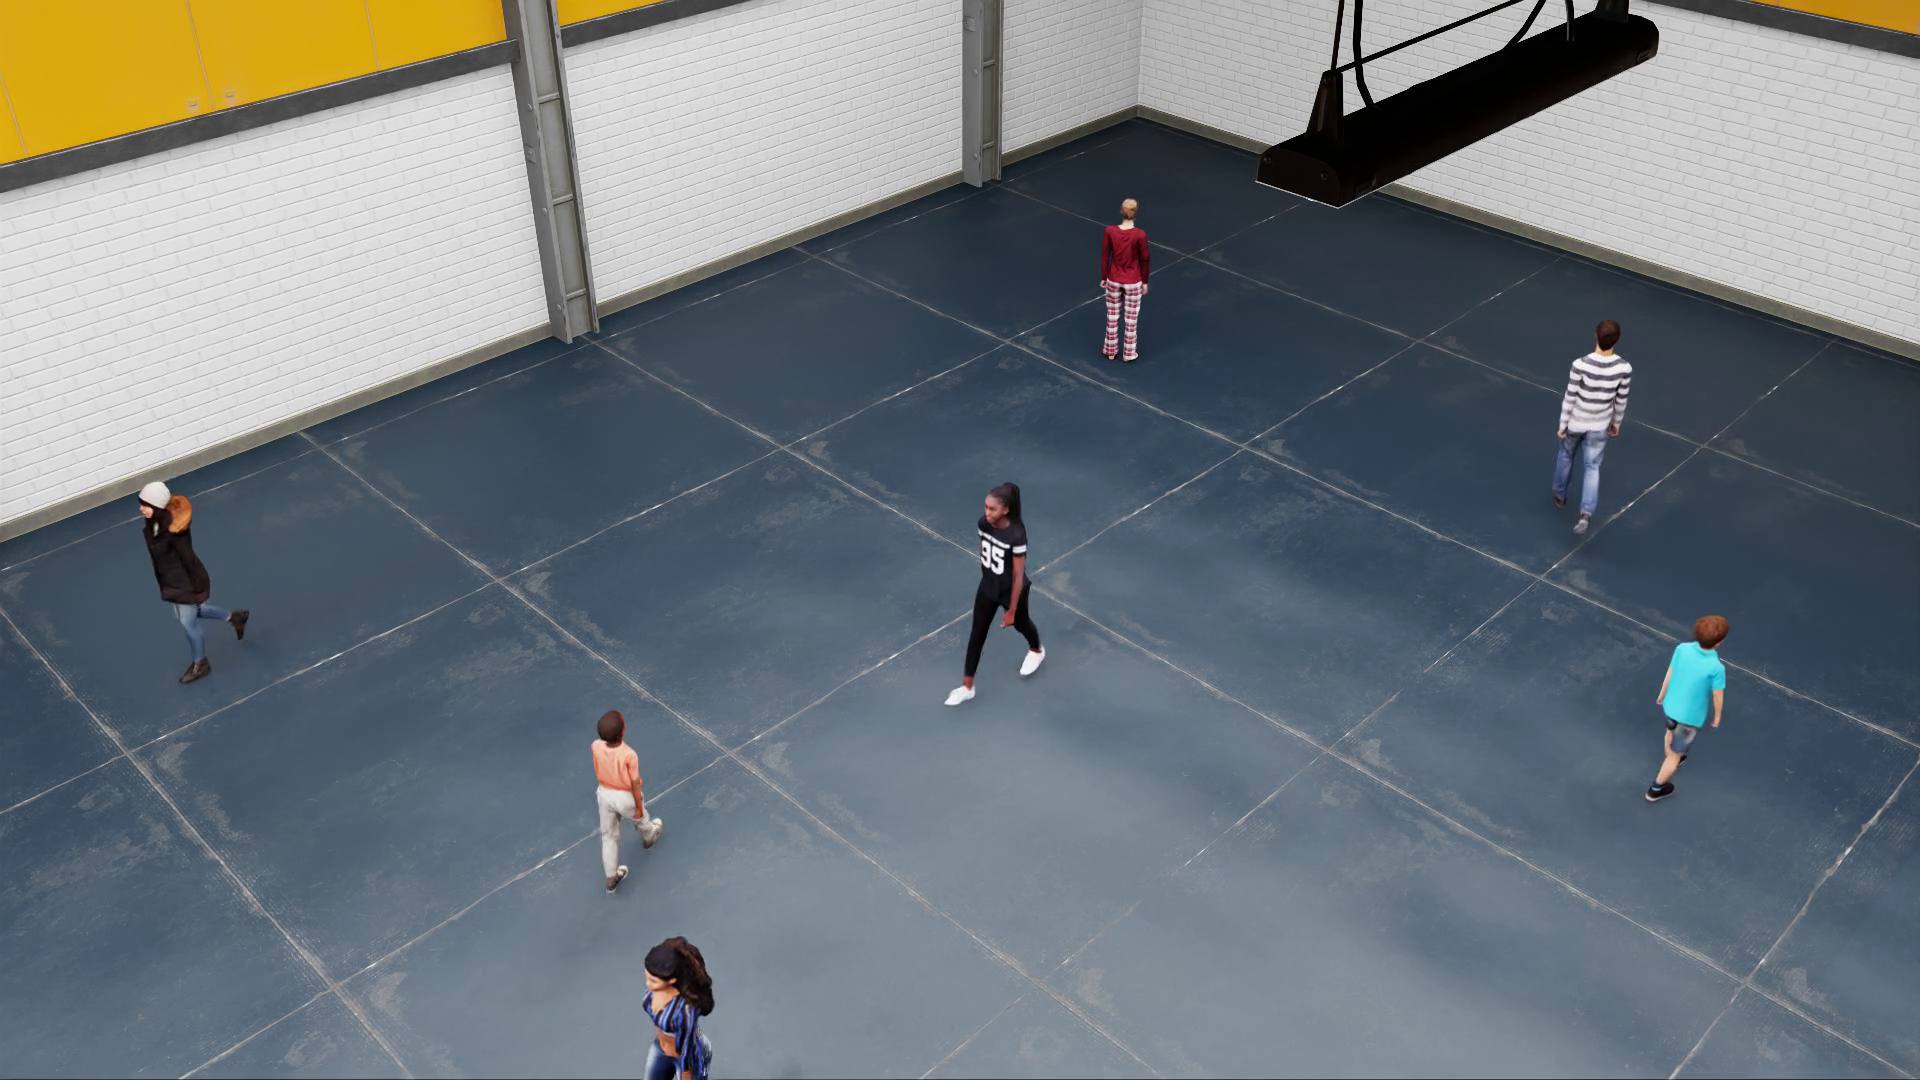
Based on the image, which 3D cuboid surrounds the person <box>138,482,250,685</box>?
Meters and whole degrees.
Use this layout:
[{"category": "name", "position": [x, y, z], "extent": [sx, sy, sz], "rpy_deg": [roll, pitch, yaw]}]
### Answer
[{"category": "person", "position": [-5.590, 0.260, 12.109], "extent": [0.698, 1.619, 0.927], "rpy_deg": [23, 40, 30]}]

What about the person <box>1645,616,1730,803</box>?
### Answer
[{"category": "person", "position": [4.747, 1.124, 10.980], "extent": [0.826, 1.431, 0.647], "rpy_deg": [-19, 38, -26]}]

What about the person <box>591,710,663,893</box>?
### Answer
[{"category": "person", "position": [-2.138, 1.615, 10.380], "extent": [0.747, 1.278, 0.930], "rpy_deg": [9, 35, 13]}]

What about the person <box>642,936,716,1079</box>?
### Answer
[{"category": "person", "position": [-1.376, 2.609, 8.584], "extent": [0.619, 1.610, 0.644], "rpy_deg": [-26, 42, -33]}]

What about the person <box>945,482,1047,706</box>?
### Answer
[{"category": "person", "position": [0.376, 0.358, 11.904], "extent": [0.682, 1.683, 1.194], "rpy_deg": [26, 41, 33]}]

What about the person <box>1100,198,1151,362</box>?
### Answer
[{"category": "person", "position": [1.608, -2.553, 16.272], "extent": [0.691, 1.696, 0.667], "rpy_deg": [10, 35, 14]}]

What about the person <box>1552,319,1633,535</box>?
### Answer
[{"category": "person", "position": [5.175, -0.910, 13.688], "extent": [1.058, 1.821, 1.223], "rpy_deg": [6, 34, 9]}]
